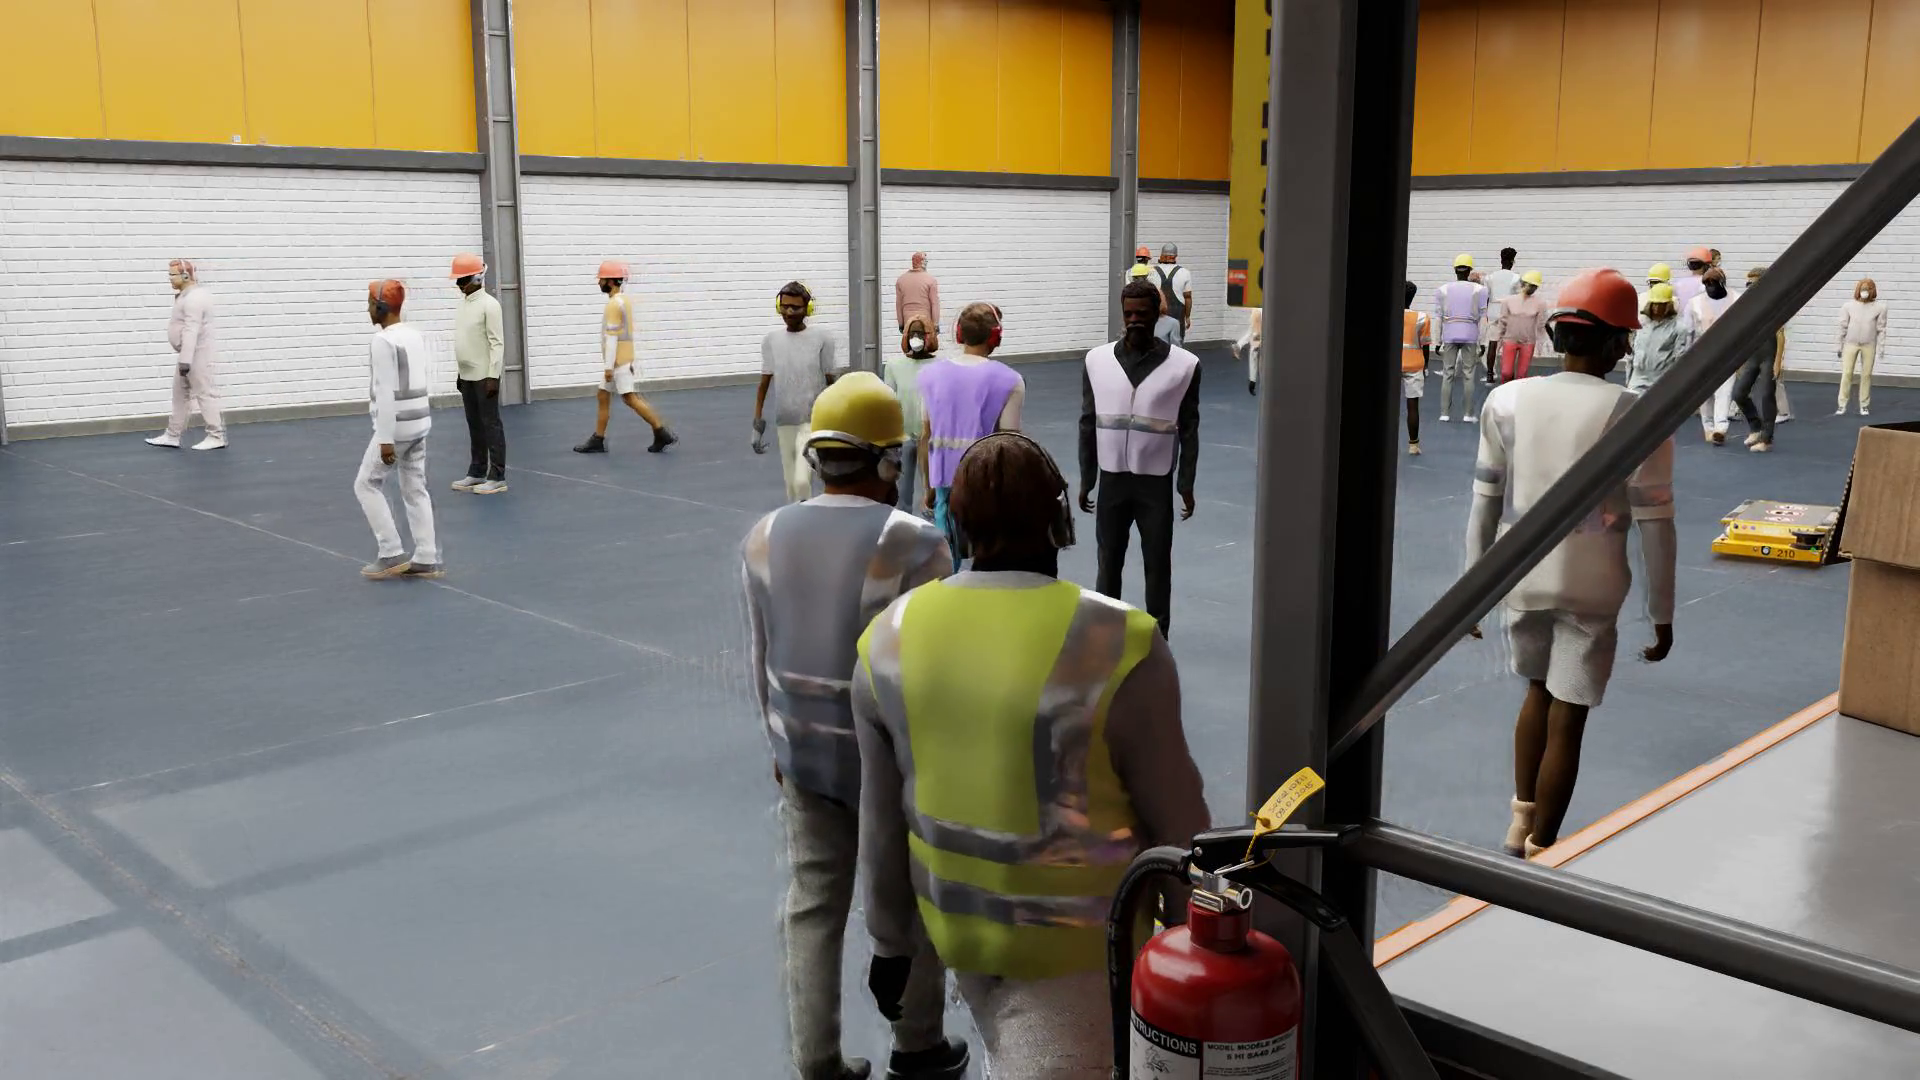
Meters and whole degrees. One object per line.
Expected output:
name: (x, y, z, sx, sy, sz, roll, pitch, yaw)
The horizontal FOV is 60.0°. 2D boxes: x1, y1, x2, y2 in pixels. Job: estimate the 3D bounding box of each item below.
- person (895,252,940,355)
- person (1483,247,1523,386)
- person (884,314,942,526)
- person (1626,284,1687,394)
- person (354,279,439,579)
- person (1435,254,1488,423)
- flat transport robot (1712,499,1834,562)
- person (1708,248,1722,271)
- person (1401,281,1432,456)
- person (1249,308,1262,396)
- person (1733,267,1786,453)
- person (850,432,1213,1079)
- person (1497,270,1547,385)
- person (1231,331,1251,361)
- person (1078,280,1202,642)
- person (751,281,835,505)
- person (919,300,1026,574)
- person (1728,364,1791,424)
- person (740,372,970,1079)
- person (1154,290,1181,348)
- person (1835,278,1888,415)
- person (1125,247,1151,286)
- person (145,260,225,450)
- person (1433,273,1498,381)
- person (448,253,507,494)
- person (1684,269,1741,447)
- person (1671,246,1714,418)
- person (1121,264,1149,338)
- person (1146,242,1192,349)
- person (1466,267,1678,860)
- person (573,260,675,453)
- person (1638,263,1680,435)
person: (-0.552, -2.989, 22.815, 0.652, 1.904, 0.402, 5, 12, 26)
person: (7.708, -3.161, 23.585, 0.614, 1.963, 0.362, 7, 12, 33)
person: (-0.264, -0.630, 10.682, 0.498, 1.636, 0.286, 2, 11, 13)
person: (5.967, -1.343, 14.335, 0.504, 1.706, 0.734, 7, 12, 32)
person: (-3.532, -0.671, 10.280, 0.598, 1.861, 0.603, 1, 10, 8)
person: (5.711, -2.297, 18.990, 0.586, 1.923, 0.371, 4, 11, 22)
flat transport robot: (5.649, -0.081, 11.414, 0.652, 0.197, 1.431, 7, 12, 33)
person: (10.952, -3.303, 24.441, 0.354, 1.937, 0.636, 4, 11, 19)
person: (4.286, -1.655, 16.111, 0.534, 1.697, 0.318, 3, 11, 15)
person: (2.887, -1.528, 14.912, 0.601, 1.887, 0.961, -2, 11, -10)
person: (7.863, -1.767, 16.363, 0.398, 1.822, 0.554, -6, 12, -29)
person: (0.114, 0.710, 3.002, 0.640, 1.802, 0.935, 7, 13, 35)
person: (6.535, -2.272, 19.374, 0.530, 1.739, 0.443, 3, 11, 15)
person: (4.949, -3.844, 27.614, 0.776, 1.857, 0.658, 1, 10, 3)
person: (0.867, -0.301, 8.120, 0.587, 1.920, 0.393, 3, 11, 15)
person: (-1.073, -0.713, 10.585, 0.577, 1.832, 0.726, 3, 11, 16)
person: (0.024, -0.239, 8.040, 0.574, 1.825, 0.753, 4, 11, 23)
person: (9.049, -2.099, 18.795, 0.863, 1.593, 0.541, -1, 10, -7)
person: (-0.205, 0.496, 4.060, 0.616, 1.808, 0.626, 6, 12, 29)
person: (1.948, -1.703, 16.646, 0.519, 1.579, 0.842, 3, 11, 17)
person: (10.711, -2.297, 19.782, 0.506, 1.631, 0.268, 6, 12, 28)
person: (3.021, -3.891, 27.669, 0.542, 1.929, 0.374, 5, 12, 25)
person: (-7.724, -1.812, 16.432, 0.766, 1.881, 0.677, -6, 12, -30)
person: (7.498, -3.124, 24.426, 0.908, 1.584, 0.530, 2, 11, 10)
person: (-4.014, -1.376, 13.796, 0.393, 1.986, 0.610, -10, 15, -44)
person: (7.691, -1.856, 16.976, 0.637, 1.779, 0.983, 5, 11, 25)
person: (8.443, -2.384, 19.235, 0.869, 2.017, 0.619, -5, 12, -27)
person: (2.390, -2.831, 22.374, 0.541, 1.749, 0.536, -5, 11, -24)
person: (2.932, -3.182, 23.498, 0.688, 2.000, 0.535, 2, 11, 10)
person: (1.979, 0.151, 5.350, 0.585, 2.023, 0.648, -10, 14, -44)
person: (-3.286, -1.778, 16.236, 0.974, 1.902, 0.551, -1, 10, -4)
person: (7.404, -2.017, 17.699, 0.403, 1.837, 0.588, -7, 12, -33)
